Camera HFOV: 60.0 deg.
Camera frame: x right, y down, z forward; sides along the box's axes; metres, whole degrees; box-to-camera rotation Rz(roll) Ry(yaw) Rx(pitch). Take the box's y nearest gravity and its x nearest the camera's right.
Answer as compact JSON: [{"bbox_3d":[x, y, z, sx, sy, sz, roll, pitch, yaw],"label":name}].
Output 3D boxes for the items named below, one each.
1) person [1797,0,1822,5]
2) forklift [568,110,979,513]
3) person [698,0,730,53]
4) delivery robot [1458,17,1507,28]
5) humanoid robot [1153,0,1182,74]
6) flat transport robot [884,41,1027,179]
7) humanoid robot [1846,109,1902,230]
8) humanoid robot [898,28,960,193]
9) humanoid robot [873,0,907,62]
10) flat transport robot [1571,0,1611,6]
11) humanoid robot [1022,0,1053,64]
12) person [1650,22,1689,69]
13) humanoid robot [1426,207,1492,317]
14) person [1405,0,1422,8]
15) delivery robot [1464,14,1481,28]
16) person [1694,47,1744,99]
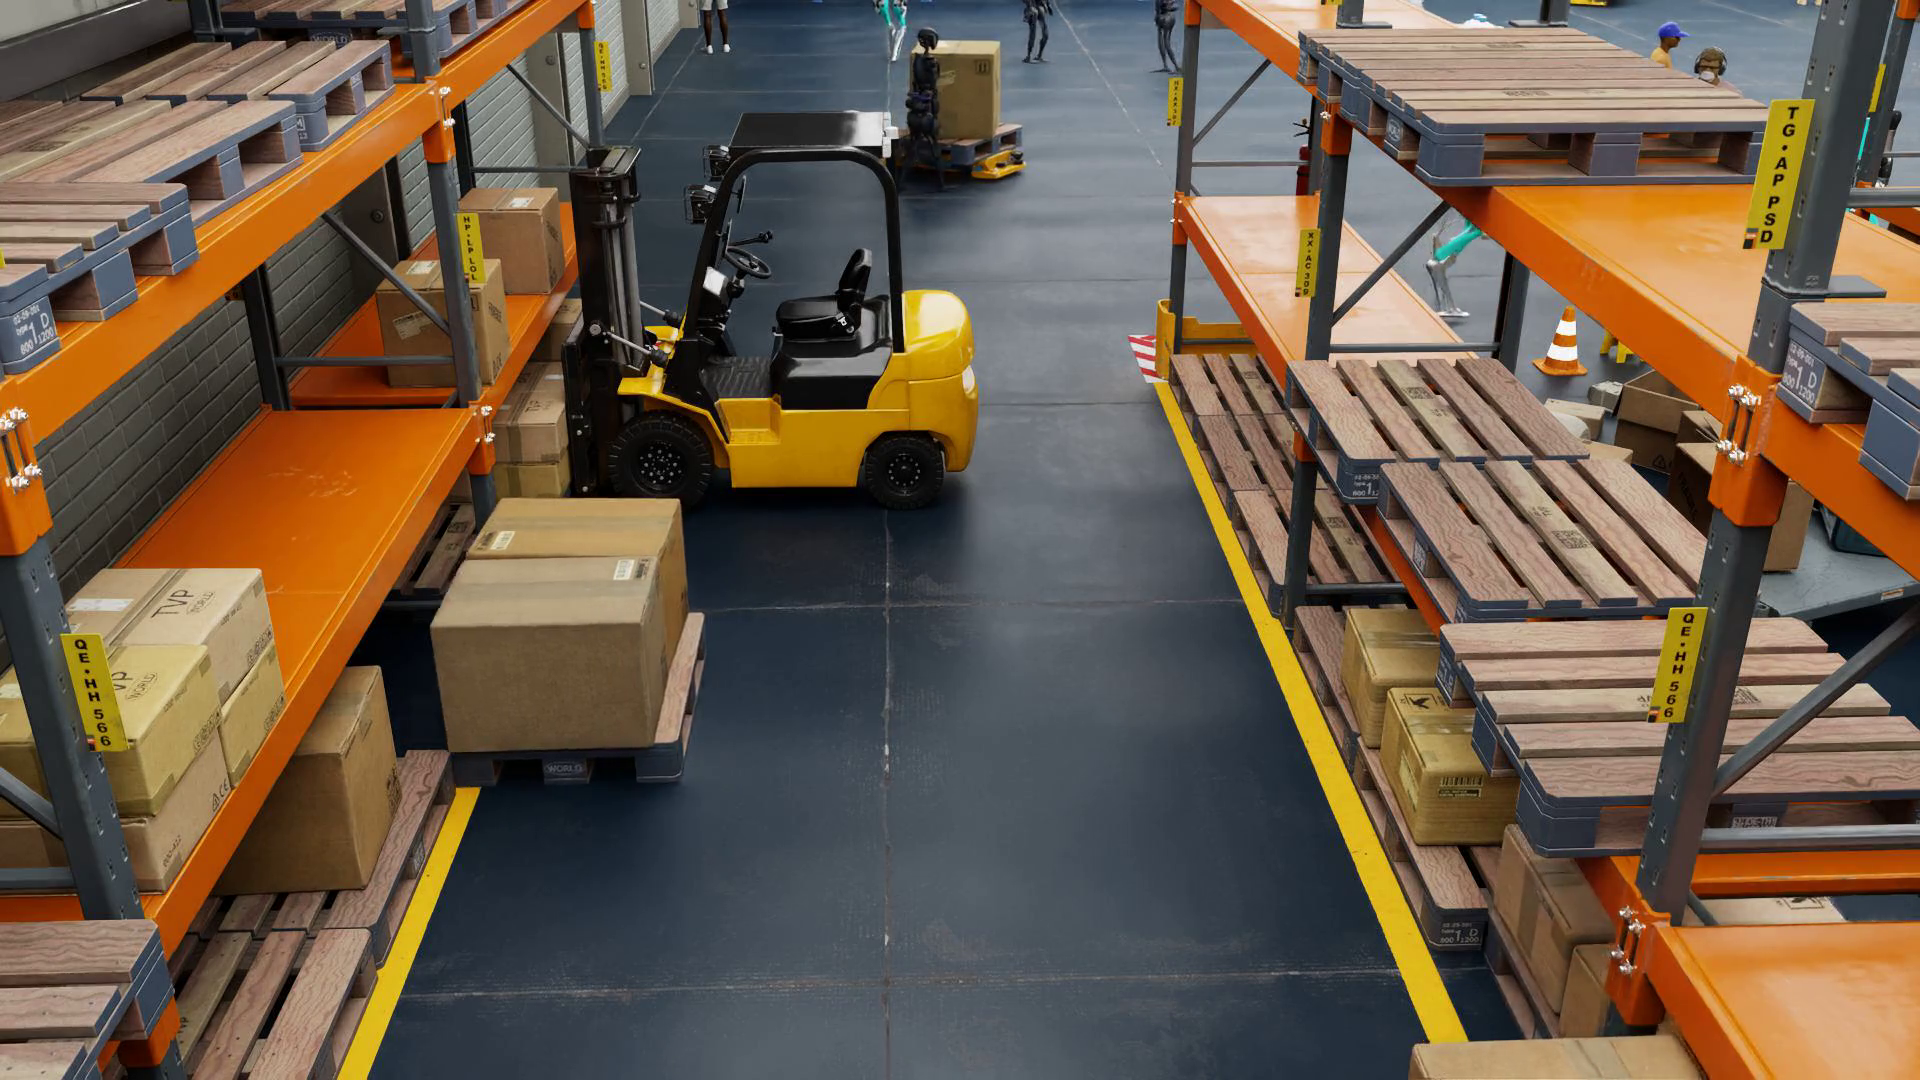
[{"bbox_3d":[15.420,-10.564,29.777,0.542,1.891,0.389,6,26,12],"label":"person"},{"bbox_3d":[-1.043,-1.379,9.976,2.313,2.155,1.214,-1,25,-2],"label":"forklift"},{"bbox_3d":[-3.722,-8.295,24.960,0.558,1.898,0.365,-9,27,-19],"label":"person"},{"bbox_3d":[7.805,-7.506,24.882,0.812,0.609,0.499,11,28,22],"label":"delivery robot"},{"bbox_3d":[2.911,-7.413,23.368,0.426,1.634,0.599,-4,26,-8],"label":"humanoid robot"},{"bbox_3d":[-0.056,-4.143,18.077,1.431,0.231,0.659,15,29,28],"label":"flat transport robot"},{"bbox_3d":[7.147,-2.686,13.123,0.533,1.673,0.735,-1,25,-2],"label":"humanoid robot"},{"bbox_3d":[-0.350,-4.359,16.927,0.660,1.651,0.593,-11,27,-22],"label":"humanoid robot"},{"bbox_3d":[-0.974,-7.816,24.232,0.551,1.866,0.835,5,26,11],"label":"humanoid robot"},{"bbox_3d":[11.544,-9.916,30.303,0.659,0.231,1.431,14,29,28],"label":"flat transport robot"},{"bbox_3d":[1.132,-7.728,24.031,0.390,1.632,0.610,17,30,32],"label":"humanoid robot"},{"bbox_3d":[7.043,-4.355,16.828,0.369,1.718,0.453,9,27,19],"label":"person"},{"bbox_3d":[3.885,-2.492,12.991,0.717,1.888,0.543,-1,25,-1],"label":"humanoid robot"},{"bbox_3d":[6.366,-7.661,23.853,0.928,1.685,0.579,18,31,34],"label":"person"},{"bbox_3d":[7.769,-7.609,25.097,0.499,0.607,0.808,7,26,14],"label":"delivery robot"},{"bbox_3d":[6.246,-3.214,14.176,0.623,1.931,0.375,14,29,27],"label":"person"}]
